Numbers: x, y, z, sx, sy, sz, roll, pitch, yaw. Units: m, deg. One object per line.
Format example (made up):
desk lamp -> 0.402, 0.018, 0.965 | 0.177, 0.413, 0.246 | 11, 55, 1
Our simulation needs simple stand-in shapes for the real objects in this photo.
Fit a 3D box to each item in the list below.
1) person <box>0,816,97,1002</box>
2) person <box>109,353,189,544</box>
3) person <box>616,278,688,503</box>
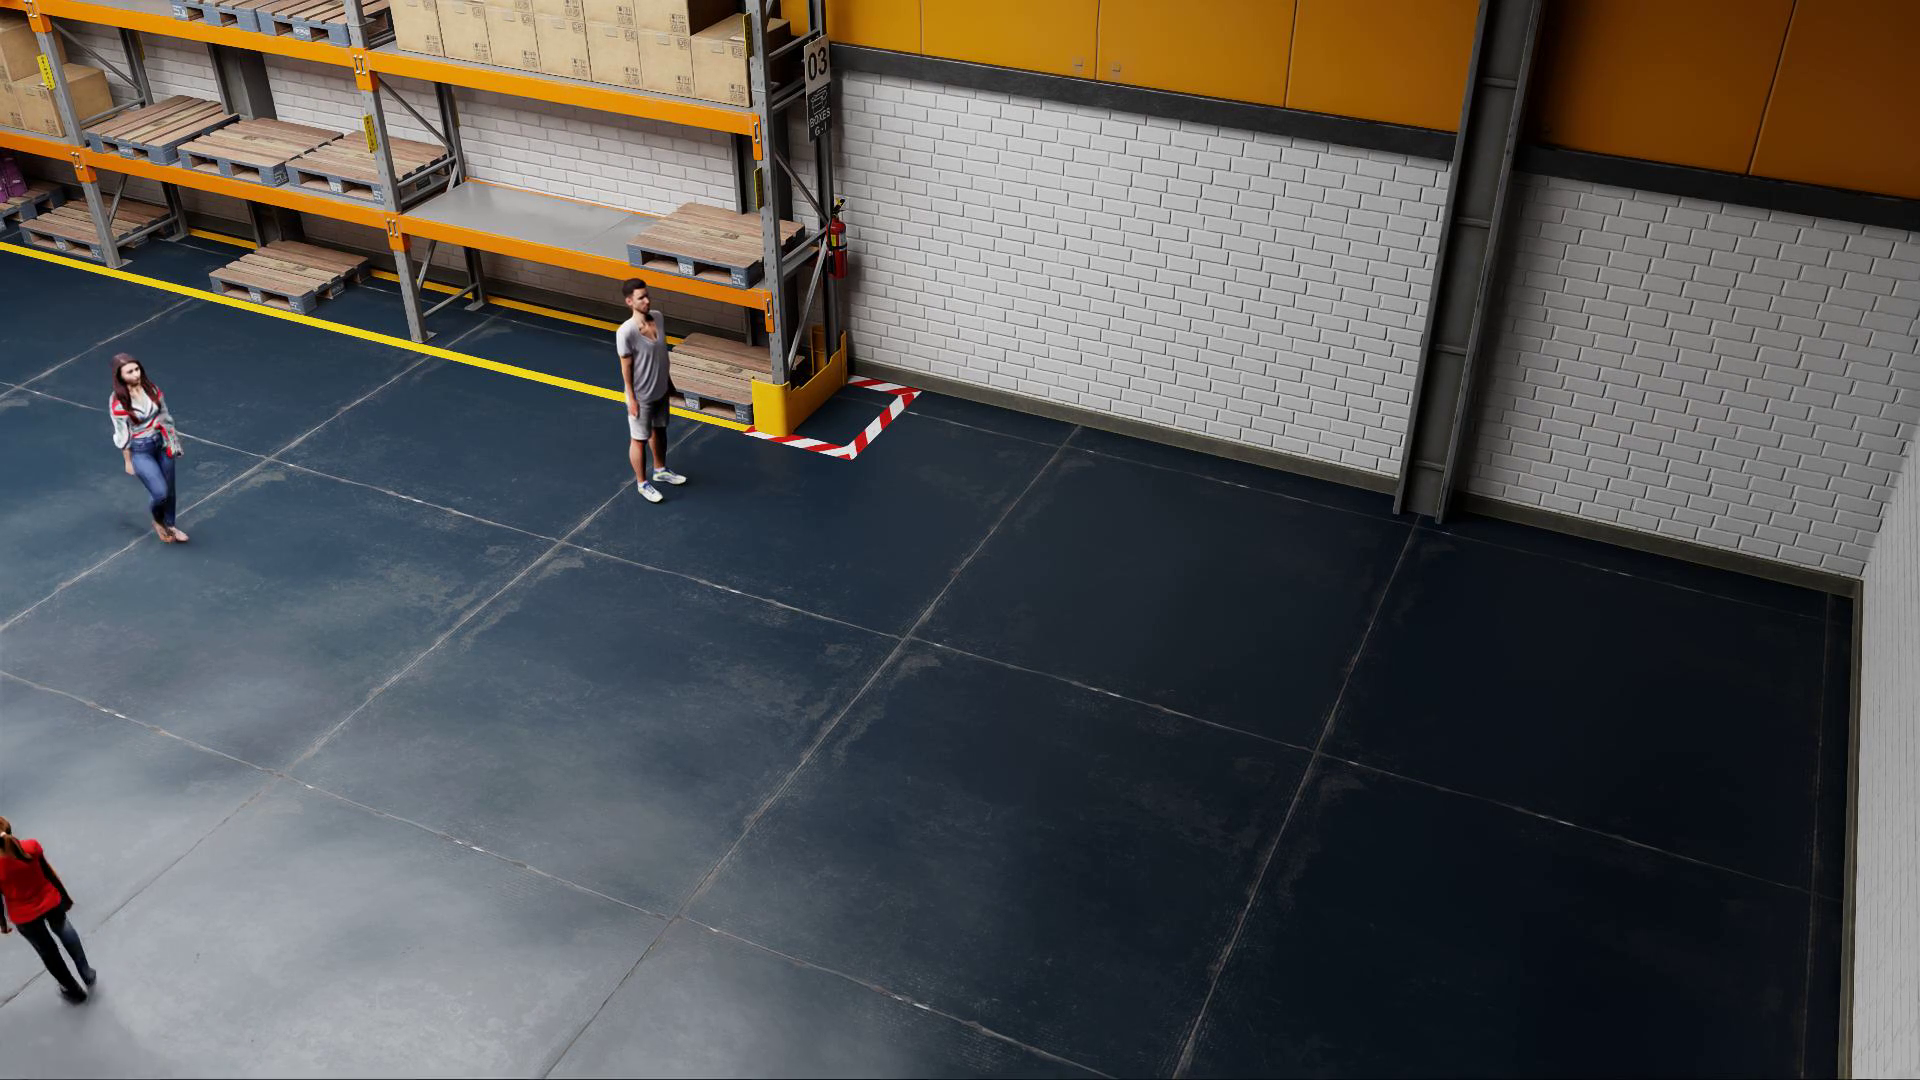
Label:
person -> -4.869, 1.988, 8.835 | 0.550, 1.304, 0.538 | 26, 41, 33
person -> -6.196, -0.696, 12.604 | 0.587, 1.602, 0.627 | 18, 38, 25
person -> -2.481, -1.214, 13.155 | 0.612, 1.855, 0.702 | 19, 38, 26
